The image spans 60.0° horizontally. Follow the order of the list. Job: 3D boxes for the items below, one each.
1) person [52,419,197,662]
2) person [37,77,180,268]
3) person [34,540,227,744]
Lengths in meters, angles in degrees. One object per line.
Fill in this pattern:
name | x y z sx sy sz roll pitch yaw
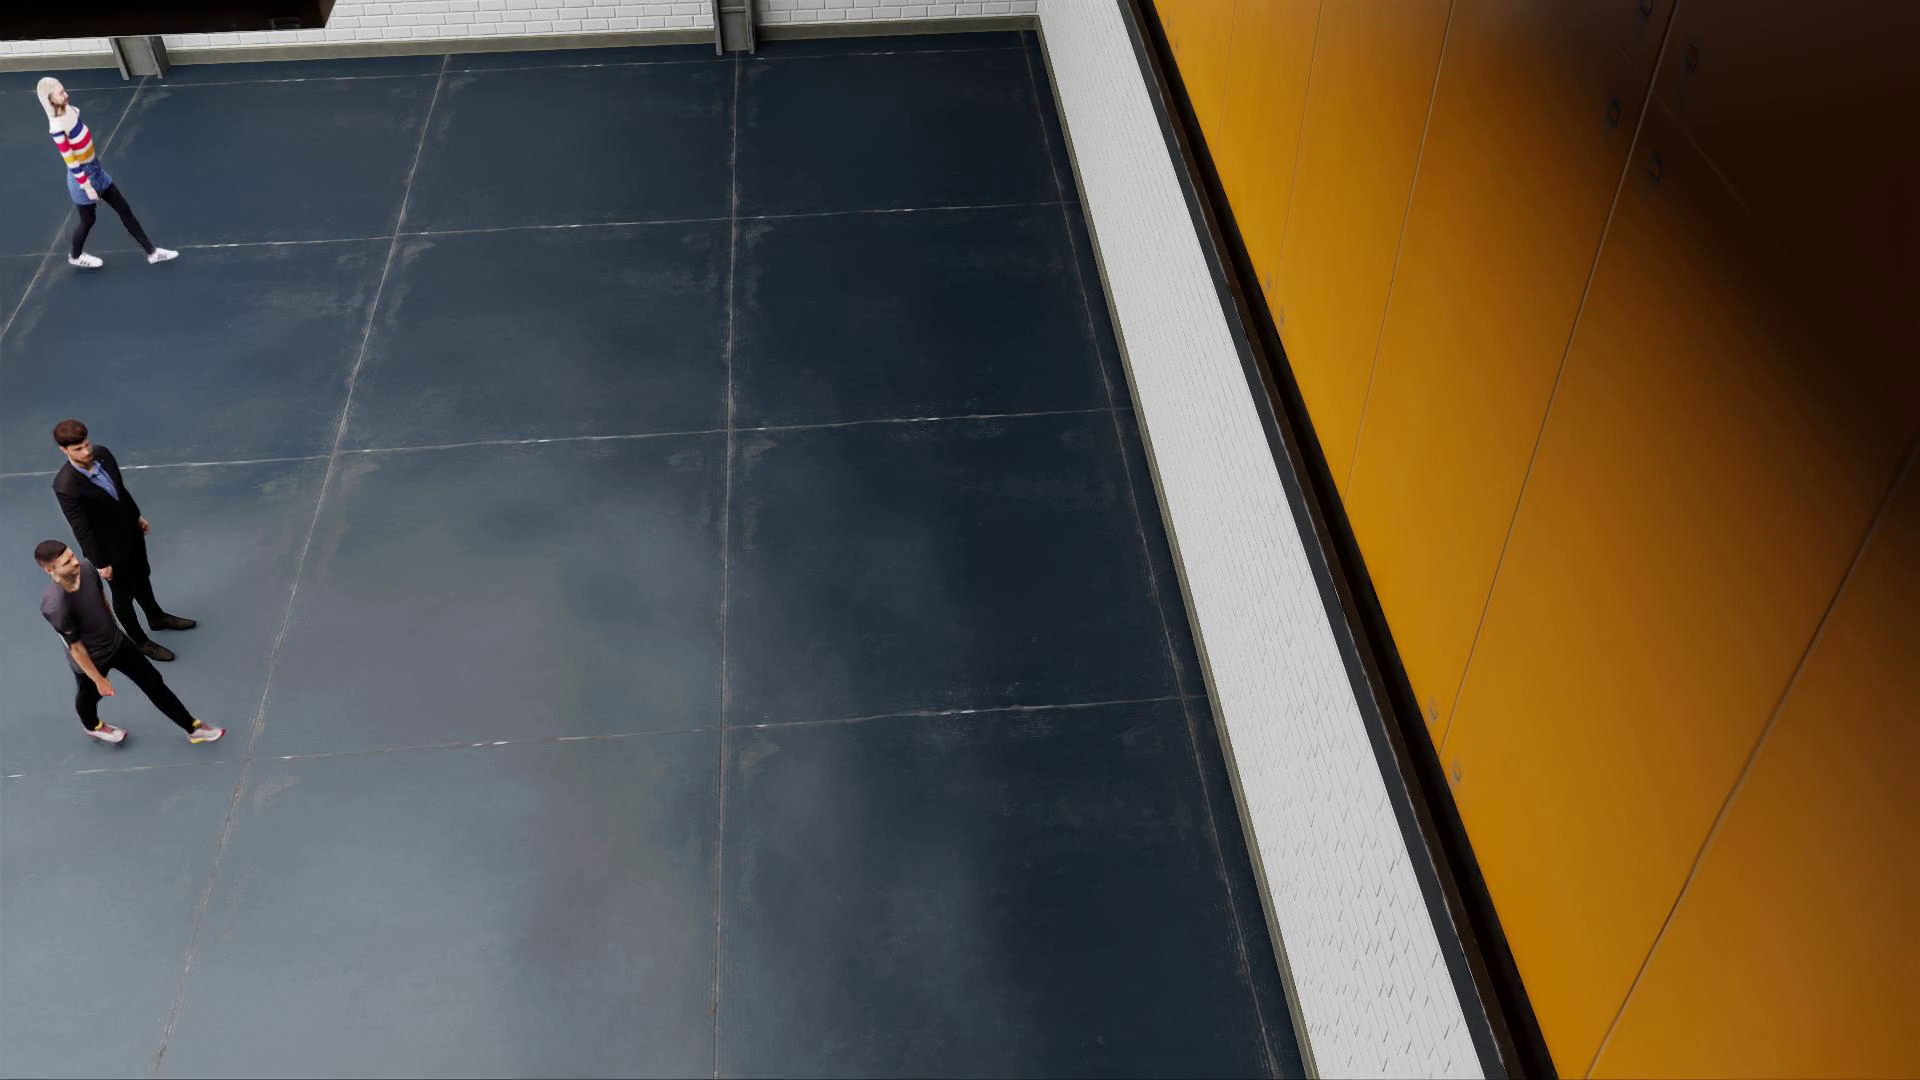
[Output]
person | -5.416 -0.021 10.638 0.663 1.886 0.744 5 44 5
person | -7.353 -2.992 13.844 1.132 1.766 0.671 -3 44 -3
person | -5.259 0.676 10.031 1.242 1.713 0.853 6 44 7
